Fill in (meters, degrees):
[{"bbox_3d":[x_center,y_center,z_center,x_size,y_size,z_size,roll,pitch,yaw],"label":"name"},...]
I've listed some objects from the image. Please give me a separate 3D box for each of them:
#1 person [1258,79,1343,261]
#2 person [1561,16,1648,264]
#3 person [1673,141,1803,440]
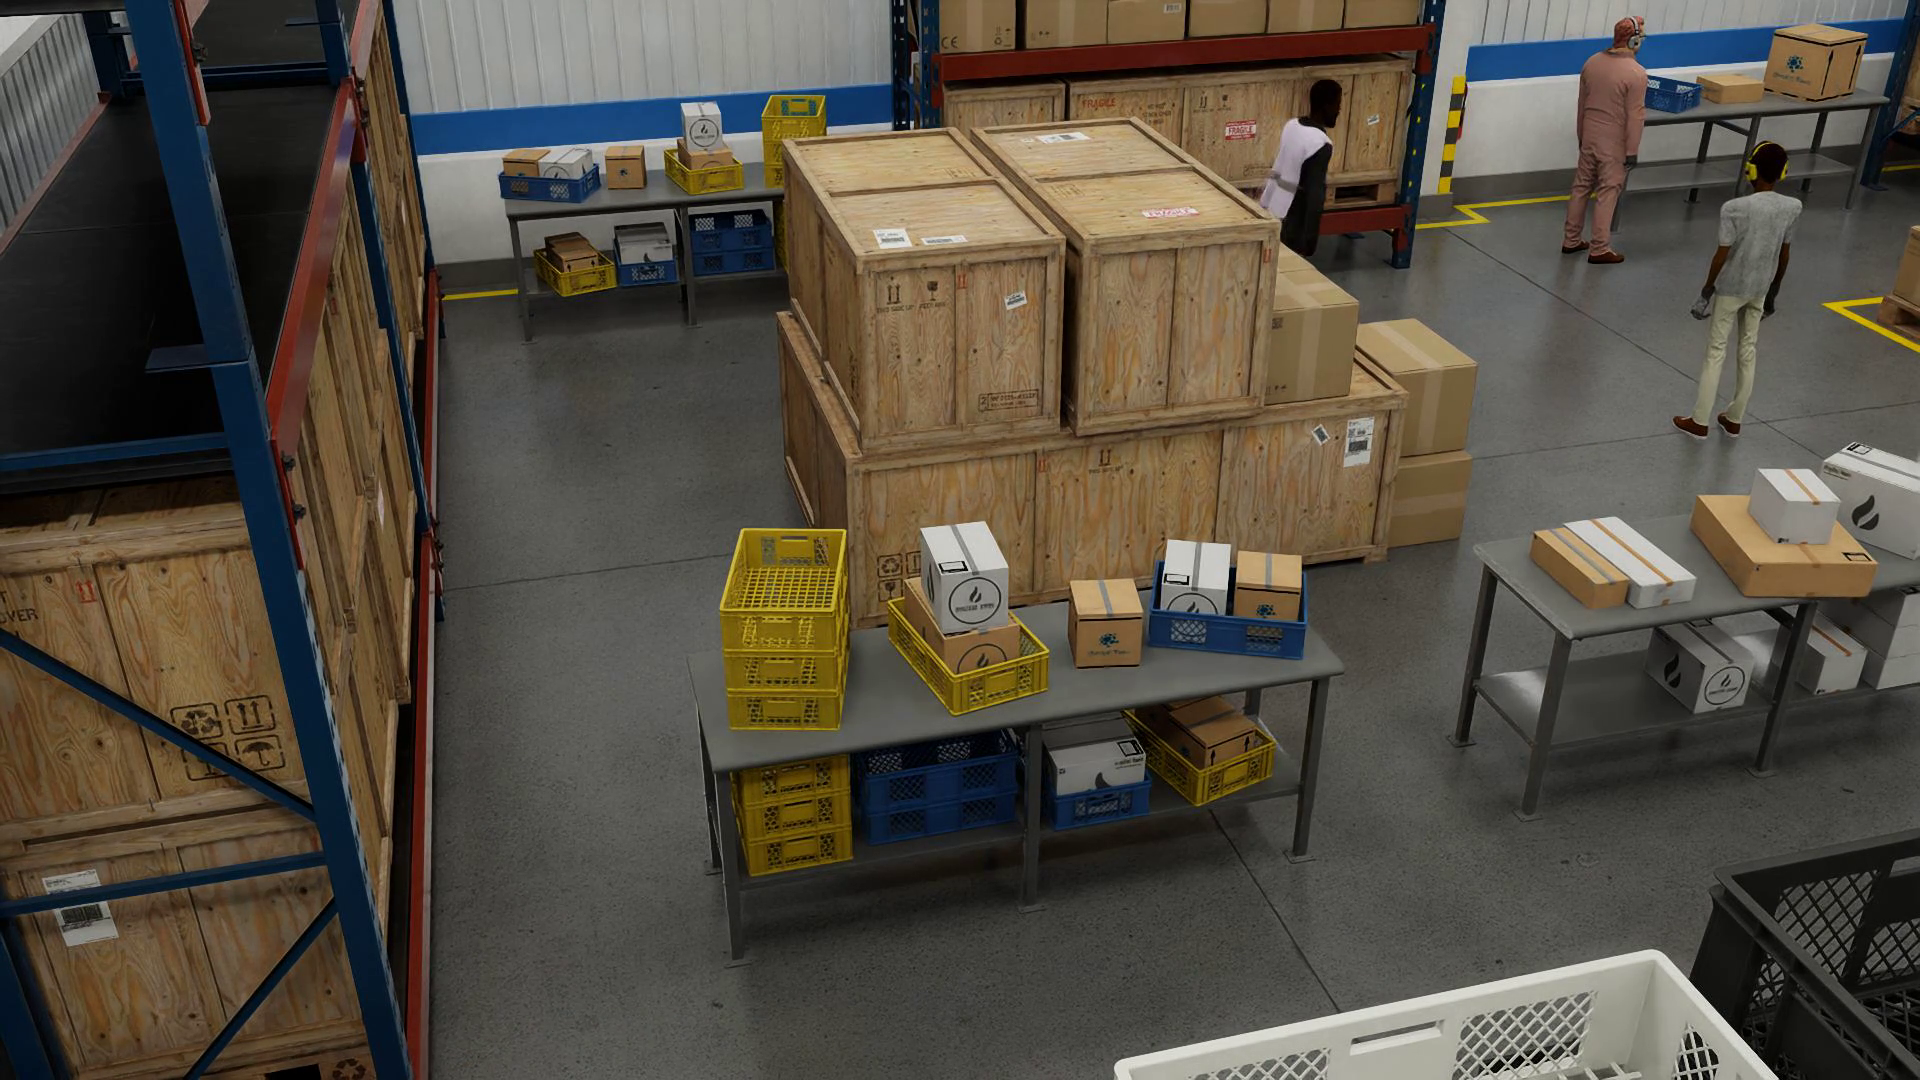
[{"bbox_3d":[2.356,-2.245,11.546,0.845,1.859,0.618,-5,29,-8],"label":"person"},{"bbox_3d":[5.126,-3.149,13.122,0.410,1.908,0.642,-13,31,-22],"label":"person"},{"bbox_3d":[4.770,-1.510,10.191,0.512,1.865,0.329,-2,29,-4],"label":"person"}]
